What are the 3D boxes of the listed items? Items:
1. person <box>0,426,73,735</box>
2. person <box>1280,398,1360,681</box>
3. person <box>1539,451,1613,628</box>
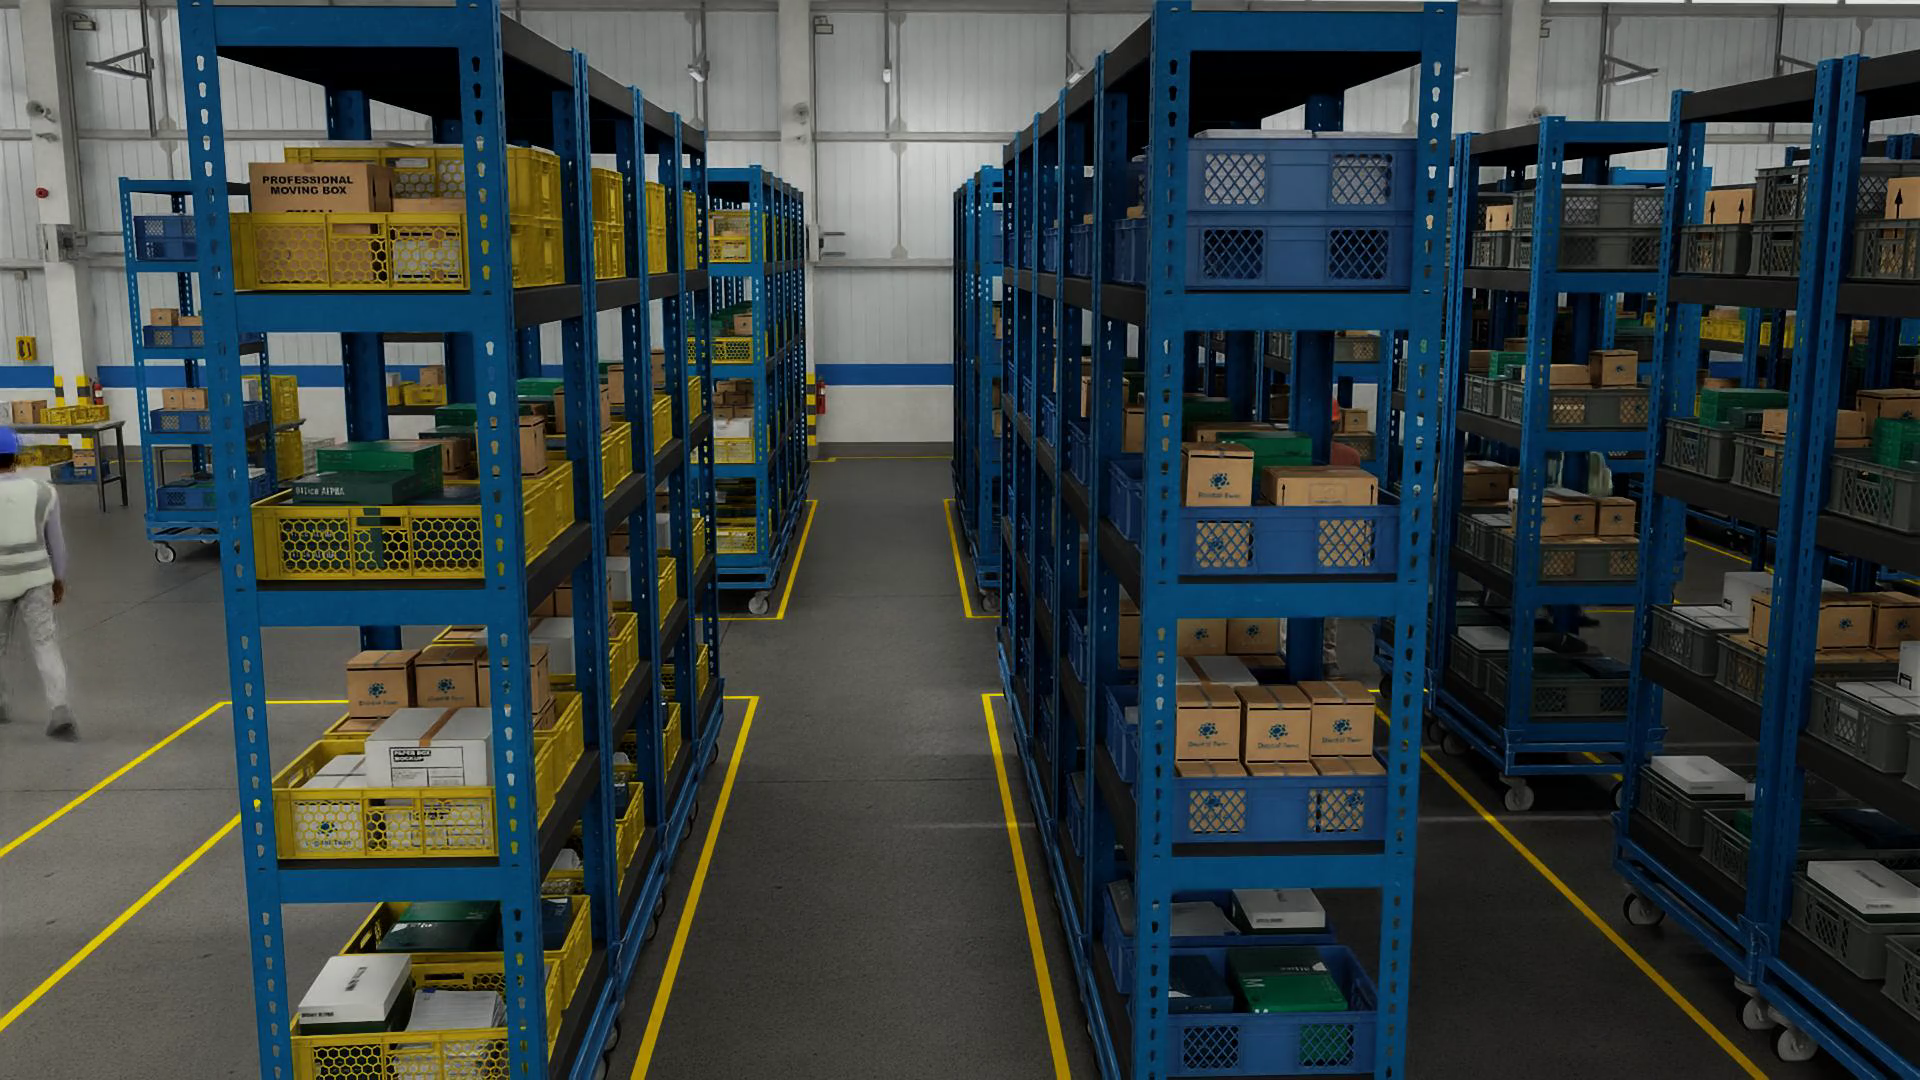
[{"bbox_3d":[-5.771,0.249,10.183,0.634,1.906,0.993,-10,14,-44],"label":"person"},{"bbox_3d":[2.436,-0.008,11.360,0.617,1.994,0.381,-2,10,-10],"label":"person"},{"bbox_3d":[4.819,-0.189,12.910,0.442,1.818,0.592,2,10,9],"label":"person"}]
